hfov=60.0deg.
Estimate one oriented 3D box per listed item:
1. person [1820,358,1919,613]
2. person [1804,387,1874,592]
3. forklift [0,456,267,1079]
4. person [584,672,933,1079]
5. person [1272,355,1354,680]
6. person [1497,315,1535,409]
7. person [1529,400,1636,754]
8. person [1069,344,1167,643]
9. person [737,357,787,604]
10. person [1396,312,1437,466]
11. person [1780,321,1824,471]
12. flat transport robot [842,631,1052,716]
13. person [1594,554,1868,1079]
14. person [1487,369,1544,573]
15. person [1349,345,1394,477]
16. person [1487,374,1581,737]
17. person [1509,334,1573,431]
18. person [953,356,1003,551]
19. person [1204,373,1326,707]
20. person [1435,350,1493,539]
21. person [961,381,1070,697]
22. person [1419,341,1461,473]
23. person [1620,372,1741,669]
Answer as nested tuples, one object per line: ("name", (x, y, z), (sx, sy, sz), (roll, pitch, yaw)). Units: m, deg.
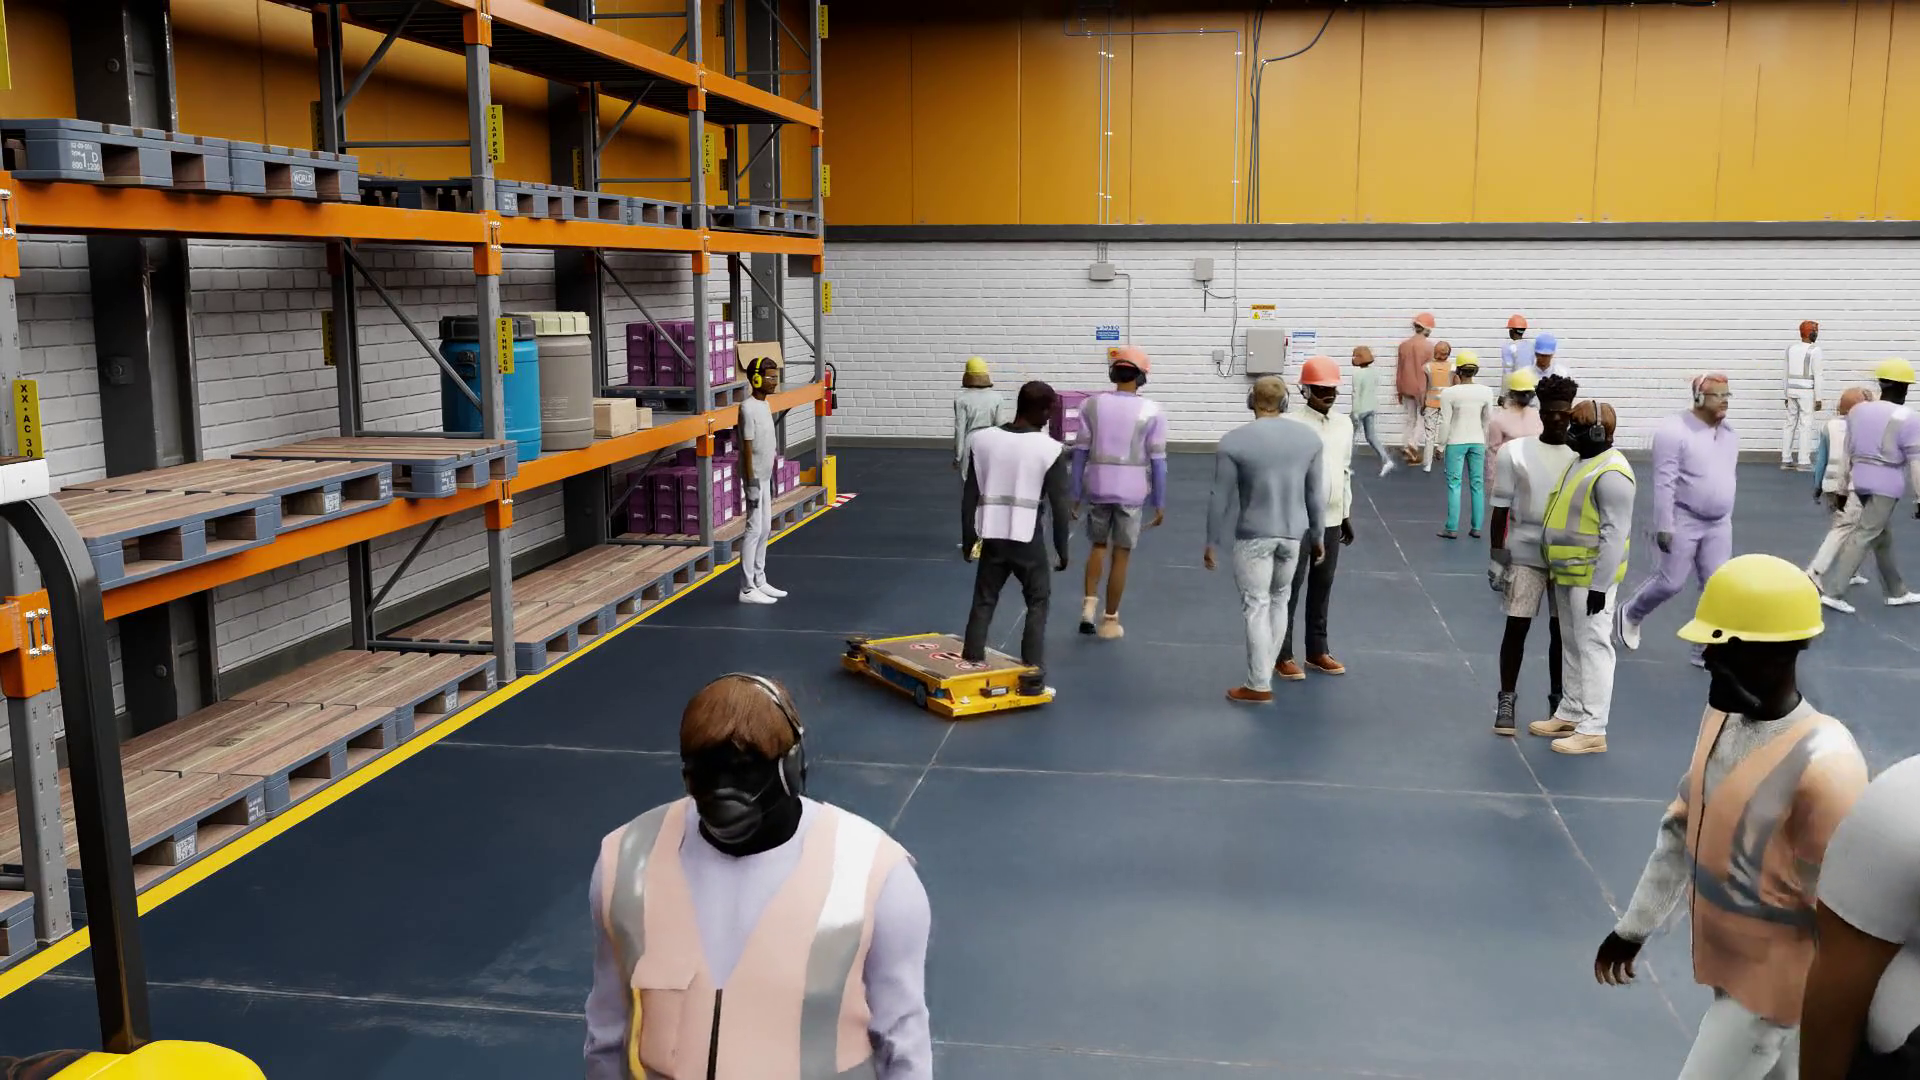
("person", (6.757, -0.393, 12.201), (1.006, 1.877, 0.609), (-3, 10, -16))
("person", (6.912, -0.396, 13.027), (0.813, 1.608, 0.529), (-4, 10, -24))
("forklift", (-2.328, 0.975, 2.765), (2.313, 2.155, 1.214), (1, 9, 9))
("person", (-0.361, 1.114, 3.051), (0.631, 1.825, 0.650), (2, 9, 10))
("person", (2.180, -0.138, 10.239), (0.622, 1.992, 0.394), (-5, 10, -28))
("person", (7.180, -1.939, 21.521), (0.542, 1.939, 0.369), (-5, 10, -26))
("person", (3.255, 0.189, 8.697), (0.429, 1.844, 0.622), (0, 9, 2))
("person", (1.080, -0.308, 11.212), (0.636, 2.017, 0.472), (4, 10, 24))
("person", (-1.515, -0.449, 12.590), (0.320, 1.861, 0.514), (2, 9, 11))
("person", (5.837, -1.912, 21.249), (0.471, 1.968, 0.637), (-7, 12, -38))
("person", (10.562, -1.799, 20.834), (0.352, 1.883, 0.579), (-3, 10, -19))
("flat transport robot", (-0.108, 0.770, 9.939), (0.652, 0.197, 1.431), (-5, 11, -29))
("person", (1.689, 0.966, 3.776), (0.911, 1.890, 0.594), (1, 9, 7))
("person", (4.416, -0.496, 13.224), (0.526, 1.751, 0.689), (-1, 9, -6))
("person", (4.937, -1.564, 20.237), (0.501, 1.604, 0.756), (-7, 12, -39))
("person", (3.153, 0.088, 8.936), (0.613, 1.963, 0.362), (1, 9, 9))
("person", (5.817, -1.132, 16.731), (0.603, 1.894, 0.999), (2, 9, 13))
("person", (0.153, -0.777, 14.959), (0.492, 1.740, 0.324), (-5, 10, -26))
("person", (1.759, -0.009, 9.665), (0.691, 1.919, 0.496), (-2, 9, -13))
("person", (4.708, -0.887, 15.561), (0.524, 1.769, 0.314), (-1, 9, -9))
("person", (0.297, 0.018, 9.644), (0.659, 1.877, 0.402), (4, 10, 23))
("person", (5.944, -1.638, 20.589), (0.511, 1.640, 0.308), (3, 10, 20))
("person", (4.598, -0.129, 10.518), (0.641, 1.887, 0.767), (-3, 10, -16))
